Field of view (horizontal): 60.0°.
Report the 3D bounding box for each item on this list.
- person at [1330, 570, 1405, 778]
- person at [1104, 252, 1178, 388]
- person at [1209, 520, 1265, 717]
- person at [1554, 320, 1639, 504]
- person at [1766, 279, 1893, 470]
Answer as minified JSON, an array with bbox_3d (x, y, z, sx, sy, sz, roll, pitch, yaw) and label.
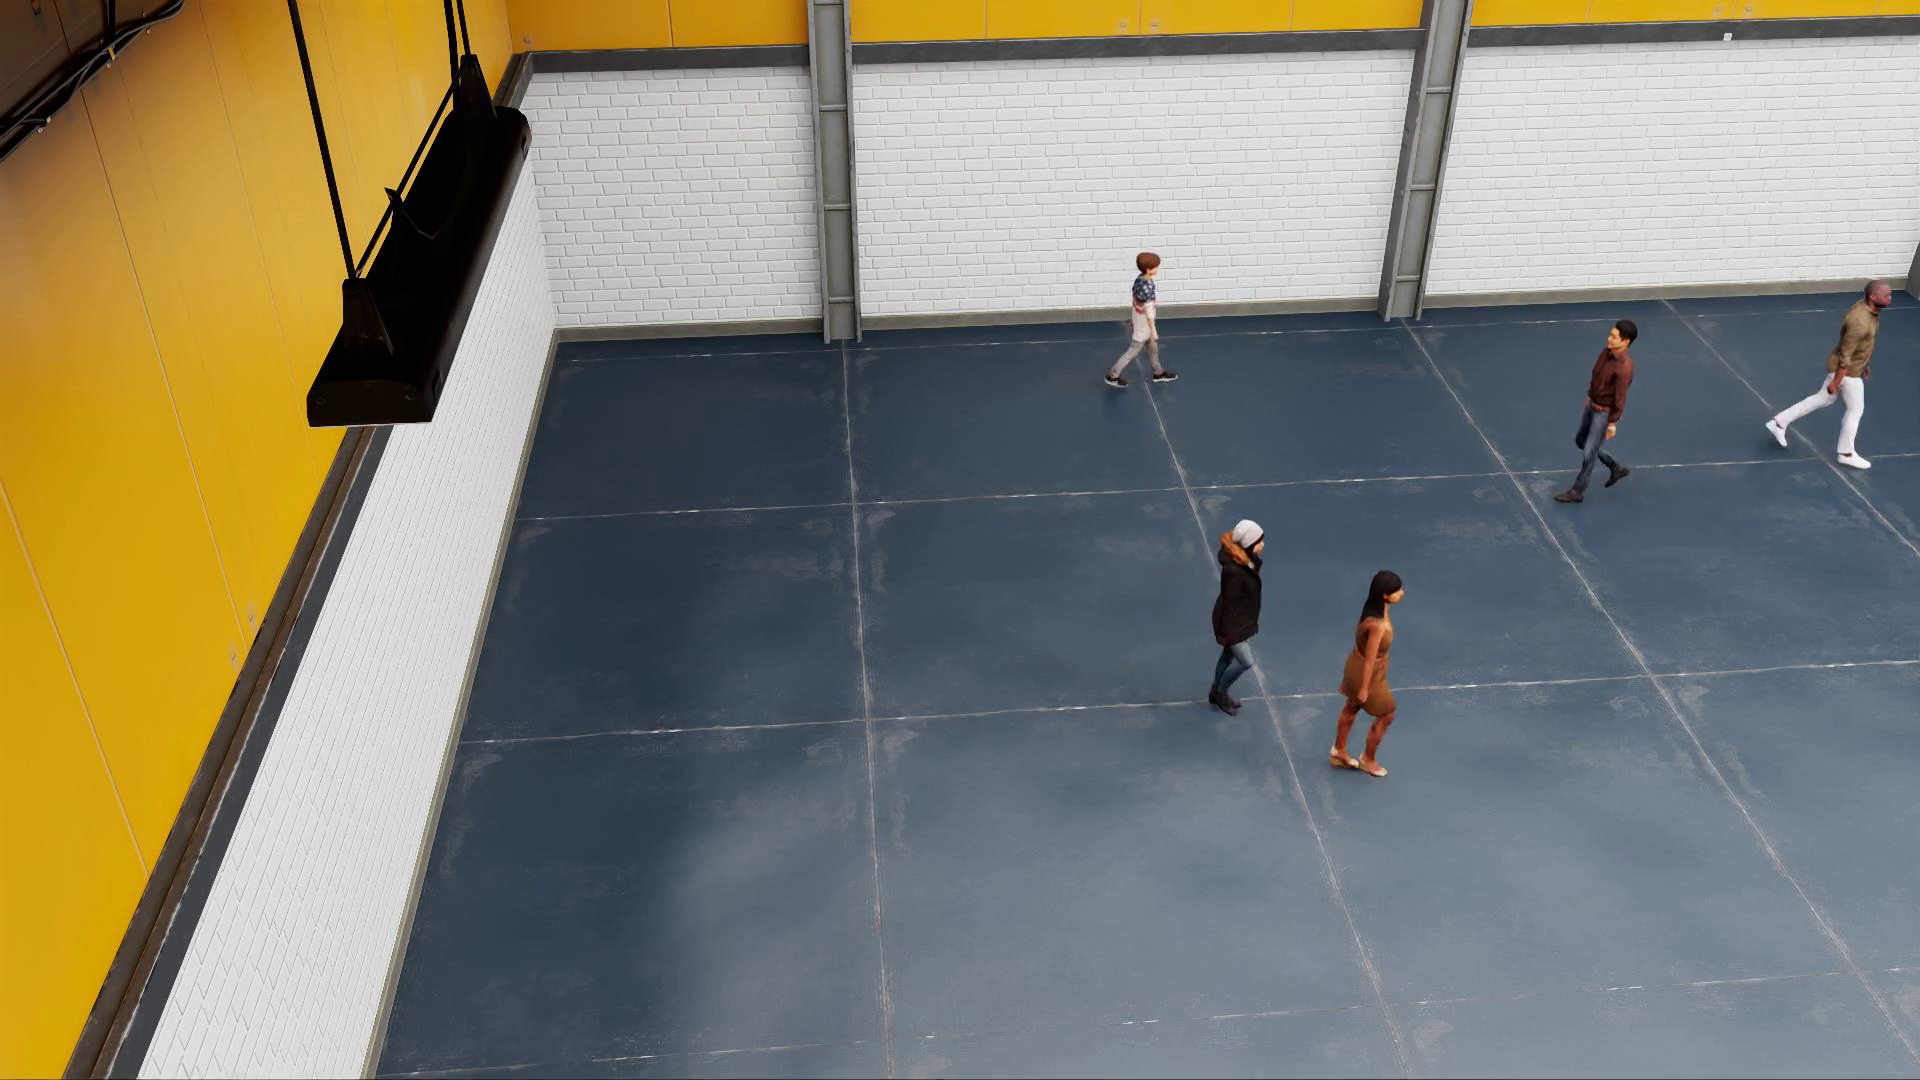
[{"bbox_3d":[2.714,0.916,11.408,0.722,1.676,0.679,6,34,9],"label":"person"},{"bbox_3d":[1.721,-2.113,16.207,0.965,1.408,0.536,-4,34,-6],"label":"person"},{"bbox_3d":[1.916,0.548,12.006,0.748,1.627,0.738,13,36,19],"label":"person"},{"bbox_3d":[5.626,-1.098,14.354,0.885,1.769,0.680,-1,34,-2],"label":"person"},{"bbox_3d":[7.896,-1.543,14.997,1.284,1.798,1.110,16,37,23],"label":"person"}]
